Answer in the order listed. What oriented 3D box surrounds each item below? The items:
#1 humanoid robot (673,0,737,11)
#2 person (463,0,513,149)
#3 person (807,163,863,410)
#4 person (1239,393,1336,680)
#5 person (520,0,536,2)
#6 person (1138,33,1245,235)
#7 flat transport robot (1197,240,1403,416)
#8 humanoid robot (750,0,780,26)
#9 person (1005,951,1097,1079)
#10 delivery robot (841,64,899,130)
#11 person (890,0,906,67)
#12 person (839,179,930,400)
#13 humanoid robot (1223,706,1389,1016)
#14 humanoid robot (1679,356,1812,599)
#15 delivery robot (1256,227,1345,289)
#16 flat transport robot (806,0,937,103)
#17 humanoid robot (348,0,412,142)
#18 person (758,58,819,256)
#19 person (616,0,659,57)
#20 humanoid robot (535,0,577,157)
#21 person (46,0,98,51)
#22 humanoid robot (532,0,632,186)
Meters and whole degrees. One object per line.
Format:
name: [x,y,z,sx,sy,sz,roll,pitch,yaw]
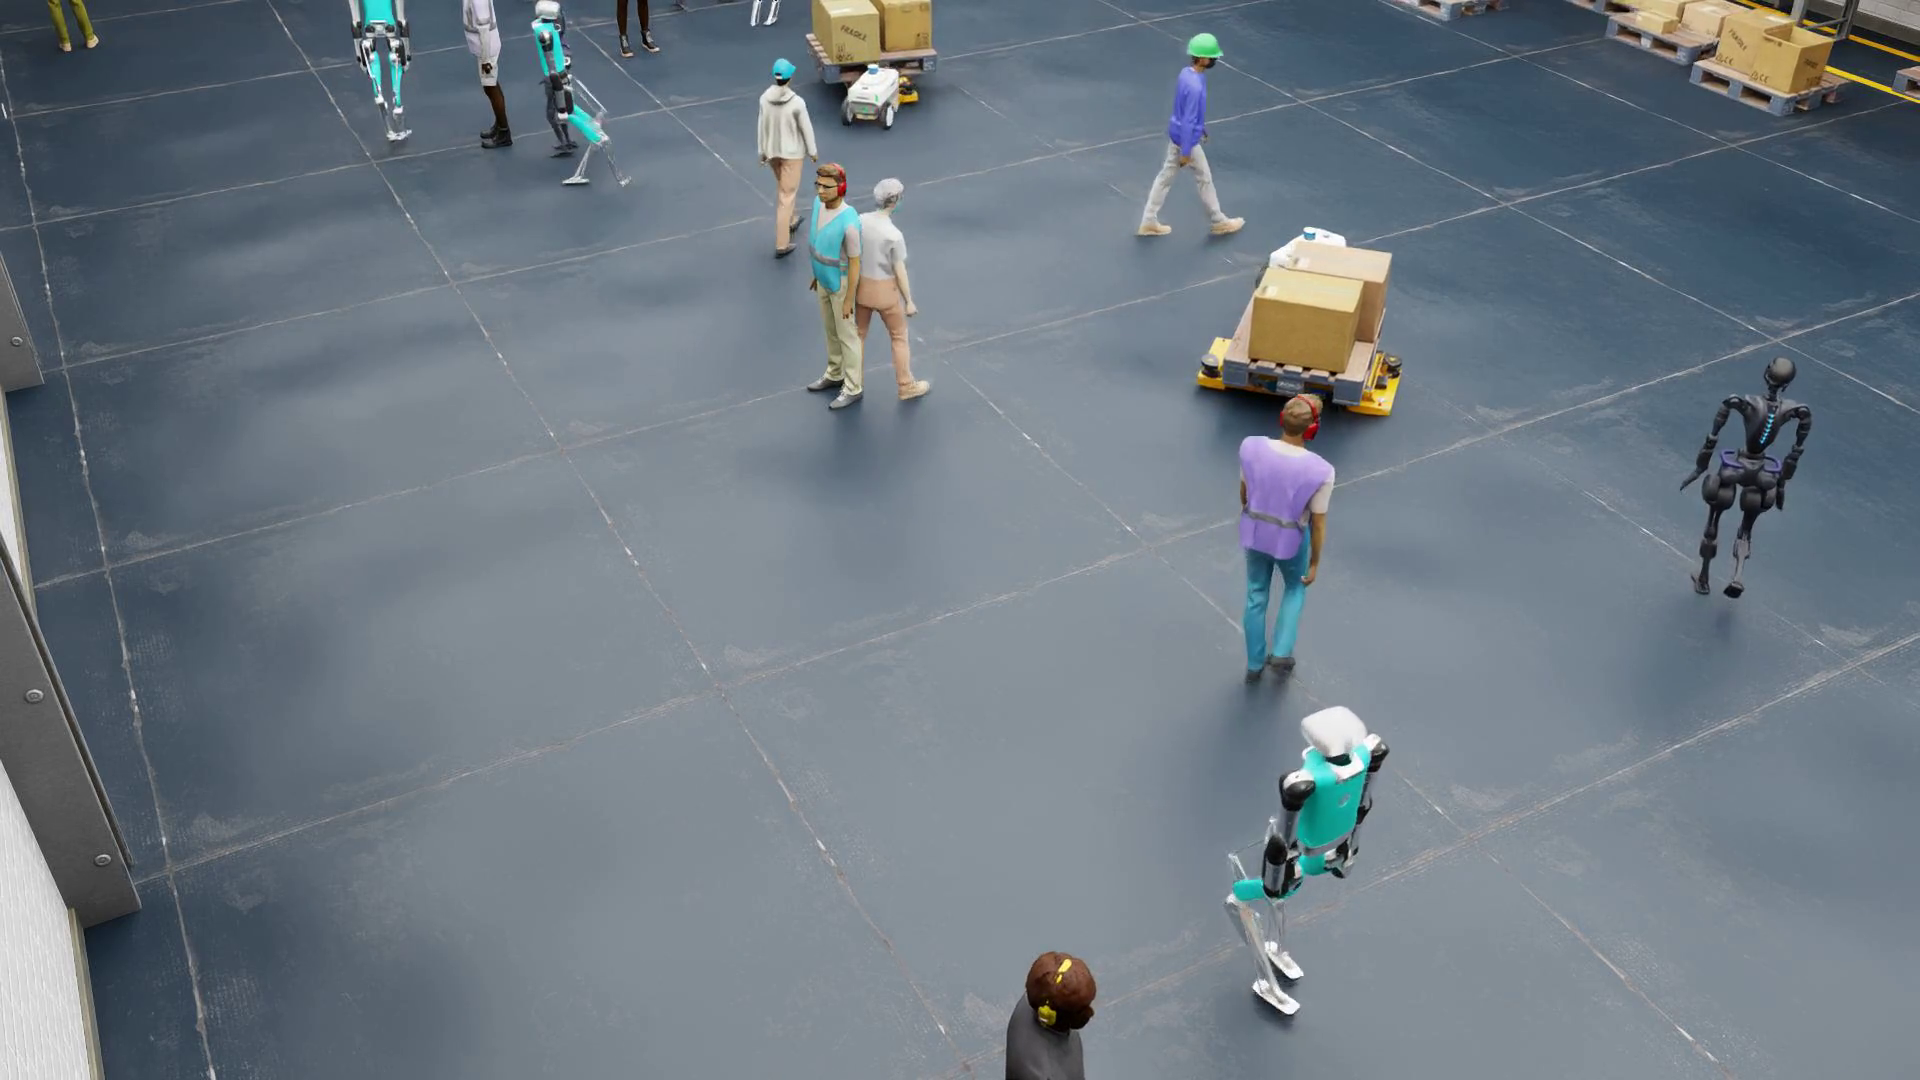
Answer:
humanoid robot: [-3.085,-7.141,19.731,0.793,1.630,0.608,-10,36,-14]
person: [-4.628,-4.751,16.058,0.382,1.929,0.545,-10,36,-14]
person: [-0.883,-1.838,11.962,0.390,1.850,0.565,-20,40,-26]
person: [1.794,0.000,9.366,0.553,1.820,0.490,17,38,23]
person: [-5.471,-7.289,19.893,0.689,1.664,0.545,6,35,9]
person: [2.026,-3.469,14.319,0.946,1.823,0.483,-4,35,-6]
flat transport robot: [2.566,-1.273,12.533,1.431,0.231,0.659,11,37,16]
humanoid robot: [-2.238,-6.822,19.169,0.543,1.792,0.670,12,37,17]
person: [0.312,2.208,6.167,0.357,1.873,0.491,0,35,-1]
delivery robot: [-0.877,-4.543,16.946,0.499,0.587,0.769,9,36,13]
person: [-0.746,-5.732,17.517,0.364,1.884,0.610,-10,36,-14]
person: [-0.557,-1.805,12.055,0.571,1.716,0.497,20,40,26]
humanoid robot: [1.448,1.339,7.480,0.545,1.740,0.715,-19,39,-25]
humanoid robot: [4.681,-0.336,9.975,0.601,1.645,0.466,8,36,11]
delivery robot: [2.842,-2.258,13.707,0.525,0.613,0.785,28,43,33]
flat transport robot: [-0.947,-5.001,17.856,0.659,0.231,1.431,-9,36,-13]
humanoid robot: [-5.545,-4.608,16.030,0.553,1.776,0.891,-8,36,-11]
person: [-1.451,-3.312,14.243,0.467,1.643,0.819,16,38,21]
person: [-3.622,-6.334,18.282,0.612,1.963,0.362,-20,40,-26]
humanoid robot: [-3.886,-4.534,15.959,0.320,1.652,0.598,-7,36,-9]
person: [-10.062,-6.359,18.432,0.521,1.834,0.367,-15,38,-20]
humanoid robot: [-3.401,-4.029,15.270,0.817,1.868,0.560,-7,36,-10]
